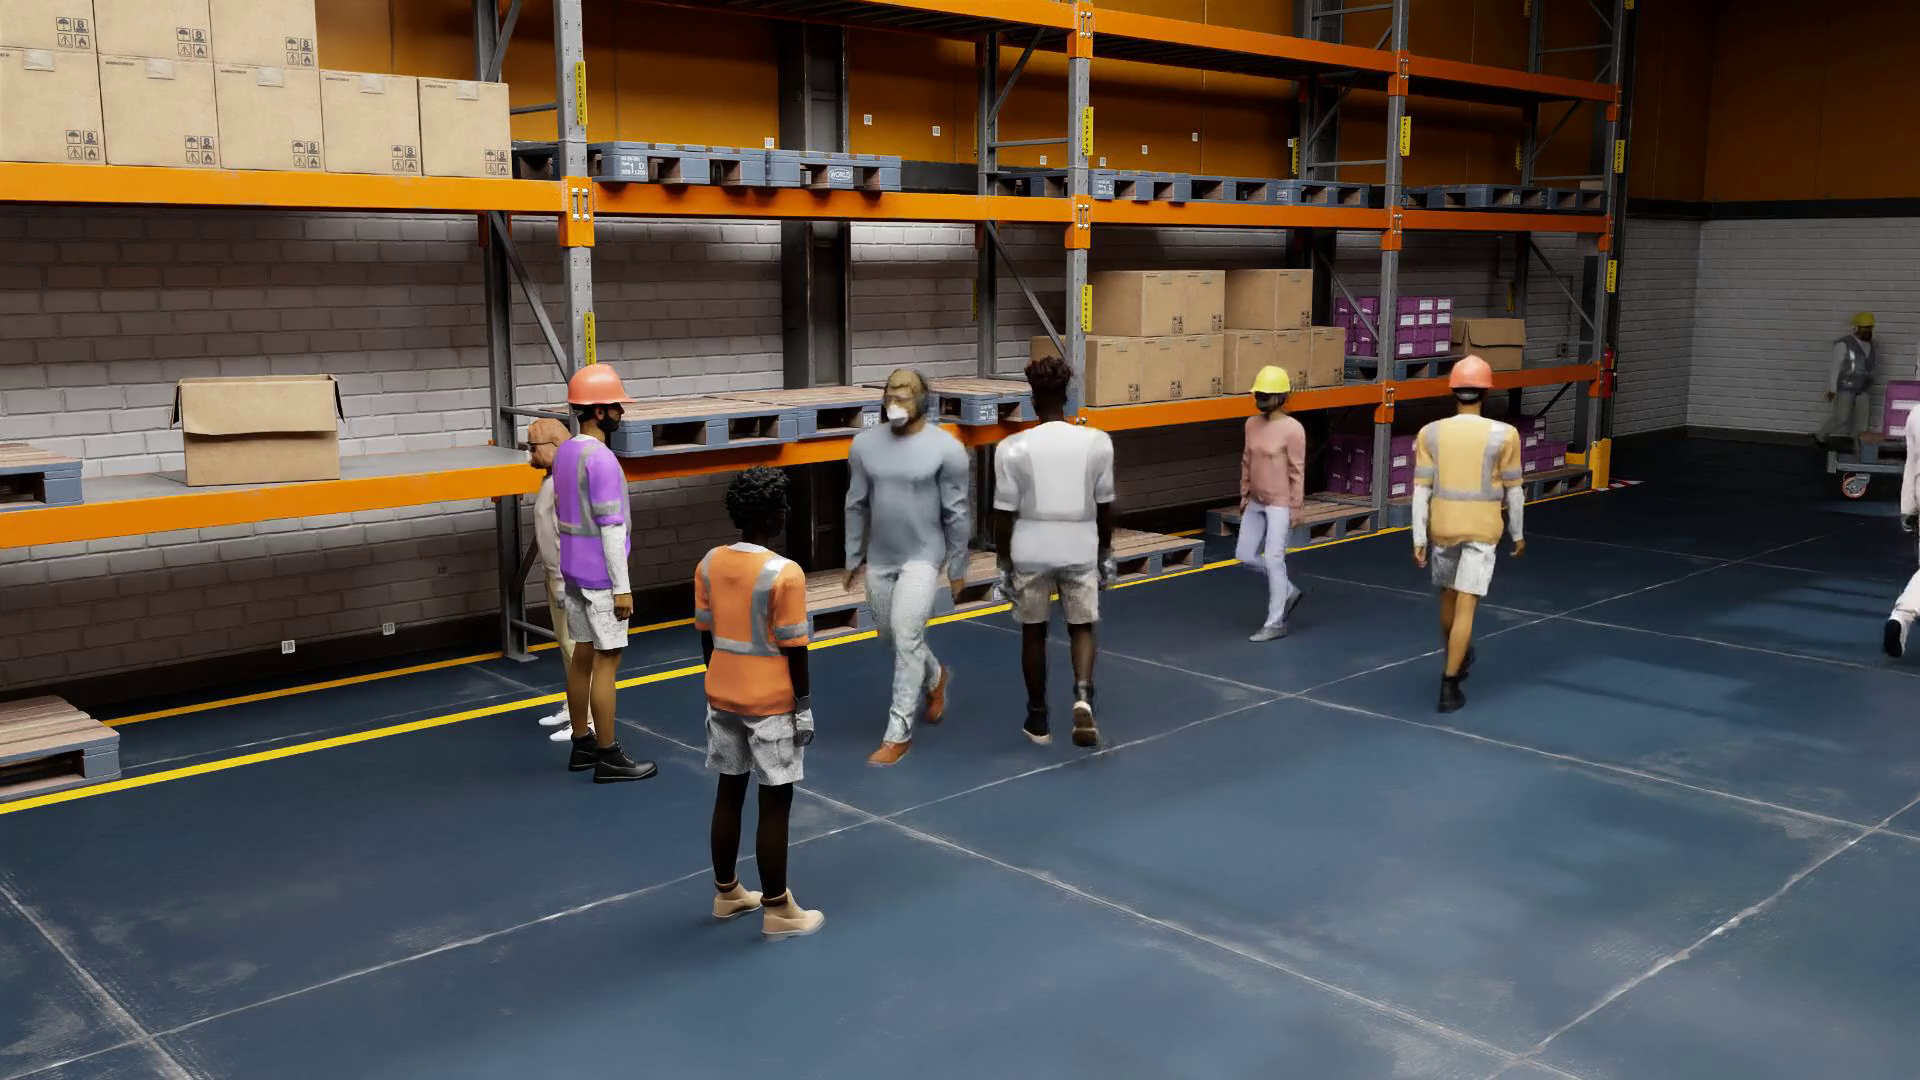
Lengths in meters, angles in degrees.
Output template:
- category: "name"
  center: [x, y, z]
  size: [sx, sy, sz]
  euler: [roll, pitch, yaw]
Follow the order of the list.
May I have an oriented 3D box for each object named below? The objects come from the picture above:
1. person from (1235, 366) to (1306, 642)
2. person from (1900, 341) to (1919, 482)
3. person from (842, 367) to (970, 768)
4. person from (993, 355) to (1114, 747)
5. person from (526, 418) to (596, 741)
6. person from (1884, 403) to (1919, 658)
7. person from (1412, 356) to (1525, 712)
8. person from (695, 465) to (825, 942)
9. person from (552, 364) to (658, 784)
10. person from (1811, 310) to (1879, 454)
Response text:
- category: "person"
  center: [1.998, -0.232, 10.540]
  size: [0.455, 1.752, 0.542]
  euler: [-6, 11, -30]
- category: "person"
  center: [10.393, -1.534, 17.781]
  size: [0.583, 1.882, 0.350]
  euler: [-4, 10, -21]
- category: "person"
  center: [-0.235, 0.092, 8.207]
  size: [0.635, 1.916, 0.901]
  euler: [5, 11, 27]
- category: "person"
  center: [0.467, 0.079, 8.127]
  size: [0.629, 1.951, 0.657]
  euler: [-1, 10, -7]
- category: "person"
  center: [-2.027, 0.192, 8.436]
  size: [0.284, 1.626, 0.493]
  euler: [-4, 11, -23]
- category: "person"
  center: [5.805, -0.161, 9.723]
  size: [0.594, 1.885, 0.657]
  euler: [-5, 11, -26]
- category: "person"
  center: [2.799, -0.061, 9.139]
  size: [0.554, 1.881, 0.994]
  euler: [6, 12, 33]
- category: "person"
  center: [-0.723, 0.578, 5.964]
  size: [0.540, 1.694, 0.318]
  euler: [8, 13, 40]
- category: "person"
  center: [-1.667, 0.155, 7.728]
  size: [0.361, 1.939, 0.543]
  euler: [-7, 12, -36]
- category: "person"
  center: [10.597, -1.845, 19.842]
  size: [0.625, 1.802, 0.686]
  euler: [-2, 10, -14]
